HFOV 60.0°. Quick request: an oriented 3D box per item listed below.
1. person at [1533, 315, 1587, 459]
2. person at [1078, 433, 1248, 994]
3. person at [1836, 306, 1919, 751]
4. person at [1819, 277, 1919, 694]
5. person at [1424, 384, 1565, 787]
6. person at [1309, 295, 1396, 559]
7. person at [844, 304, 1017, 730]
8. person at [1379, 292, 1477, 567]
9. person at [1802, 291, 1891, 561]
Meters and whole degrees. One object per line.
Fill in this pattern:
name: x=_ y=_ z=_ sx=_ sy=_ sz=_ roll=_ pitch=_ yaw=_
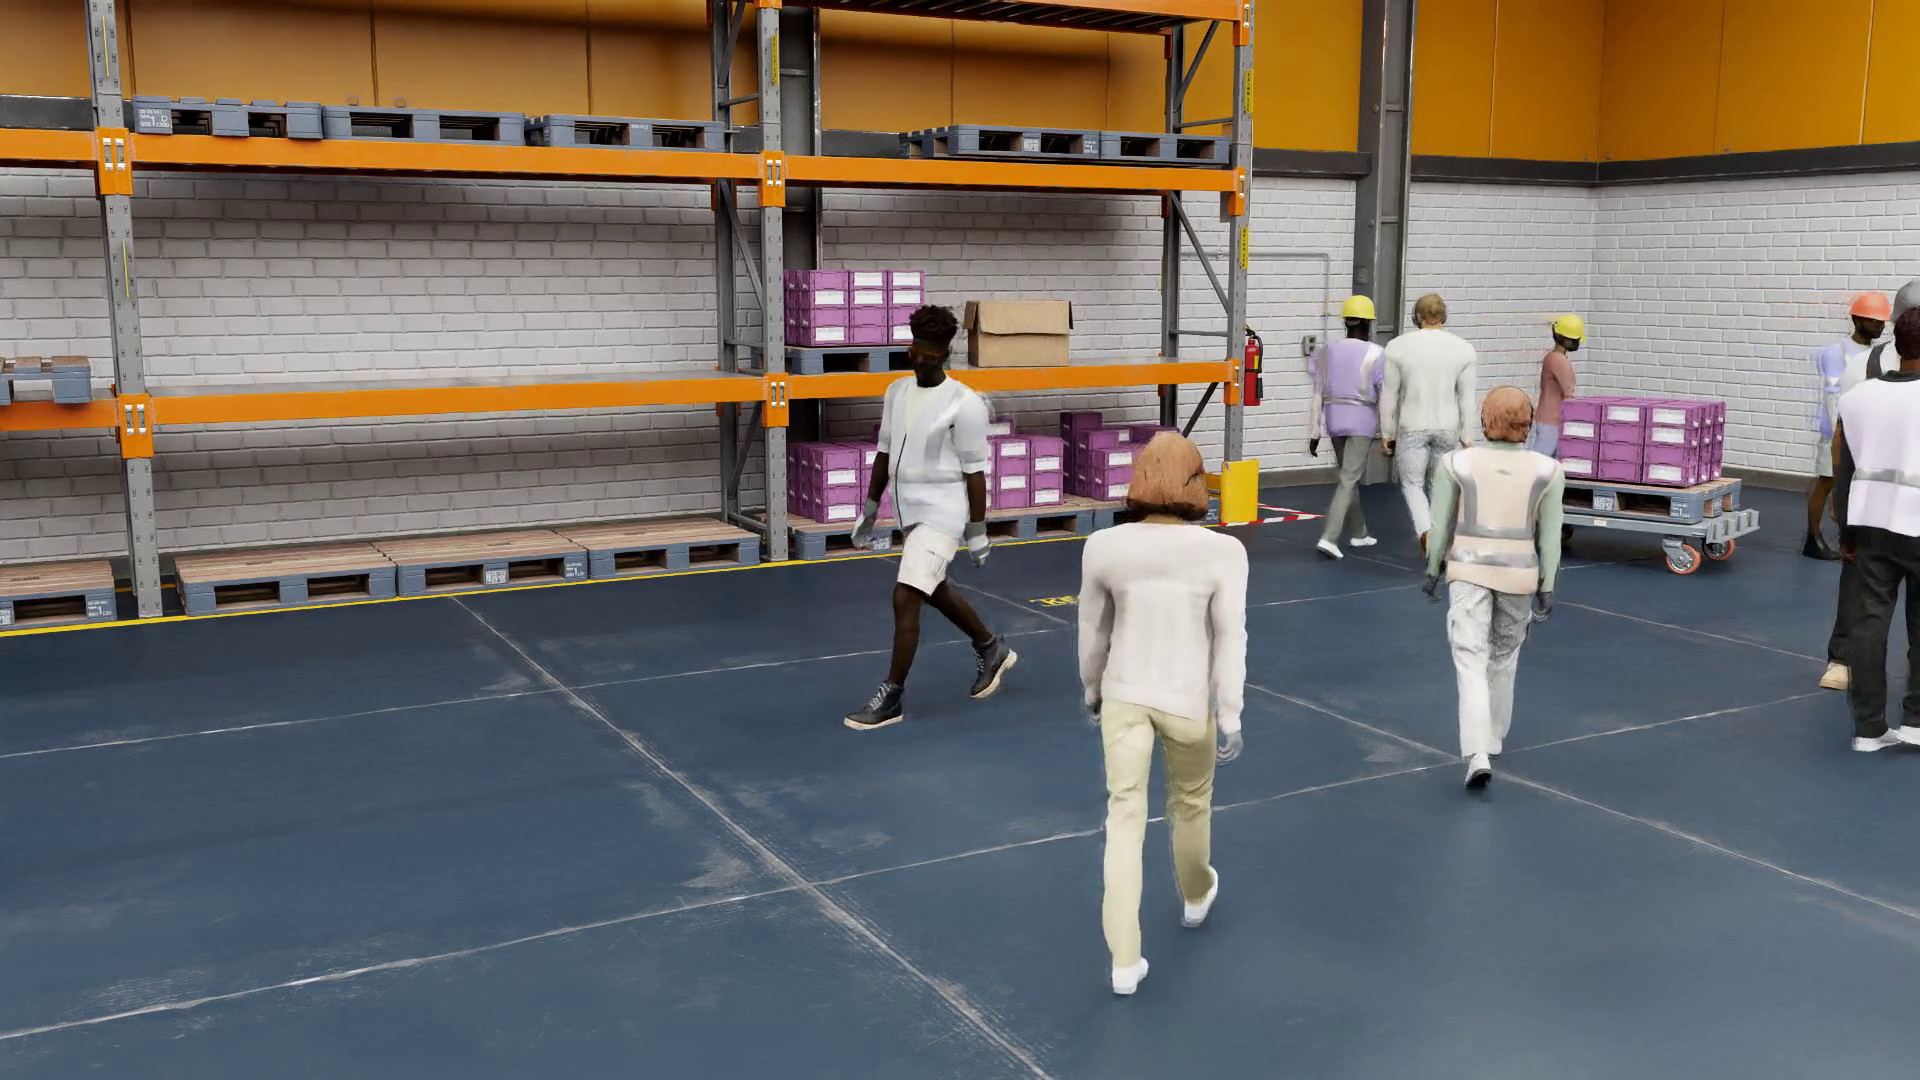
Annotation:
person: x=4.681 y=-0.934 z=13.212 sx=0.874 sy=1.709 sz=0.540 roll=2 pitch=9 yaw=10
person: x=0.600 y=0.473 z=4.947 sx=0.520 sy=1.579 sz=0.845 roll=3 pitch=10 yaw=19
person: x=4.047 y=-0.039 z=7.103 sx=0.559 sy=1.907 sz=0.623 roll=-6 pitch=11 yaw=-31
person: x=4.538 y=-0.249 z=7.996 sx=0.672 sy=2.000 sz=0.536 roll=7 pitch=11 yaw=35
person: x=2.163 y=0.173 z=6.740 sx=0.514 sy=1.604 sz=0.827 roll=2 pitch=9 yaw=9
person: x=2.812 y=-0.815 z=11.973 sx=0.605 sy=1.885 sz=1.007 roll=8 pitch=12 yaw=42
person: x=-0.088 y=-0.126 z=7.634 sx=0.978 sy=1.919 sz=0.634 roll=-7 pitch=11 yaw=-35
person: x=3.197 y=-0.729 z=11.326 sx=0.648 sy=1.909 sz=0.704 roll=0 pitch=9 yaw=3
person: x=6.229 y=-0.753 z=11.489 sx=0.562 sy=1.895 sz=0.892 roll=-3 pitch=10 yaw=-16
